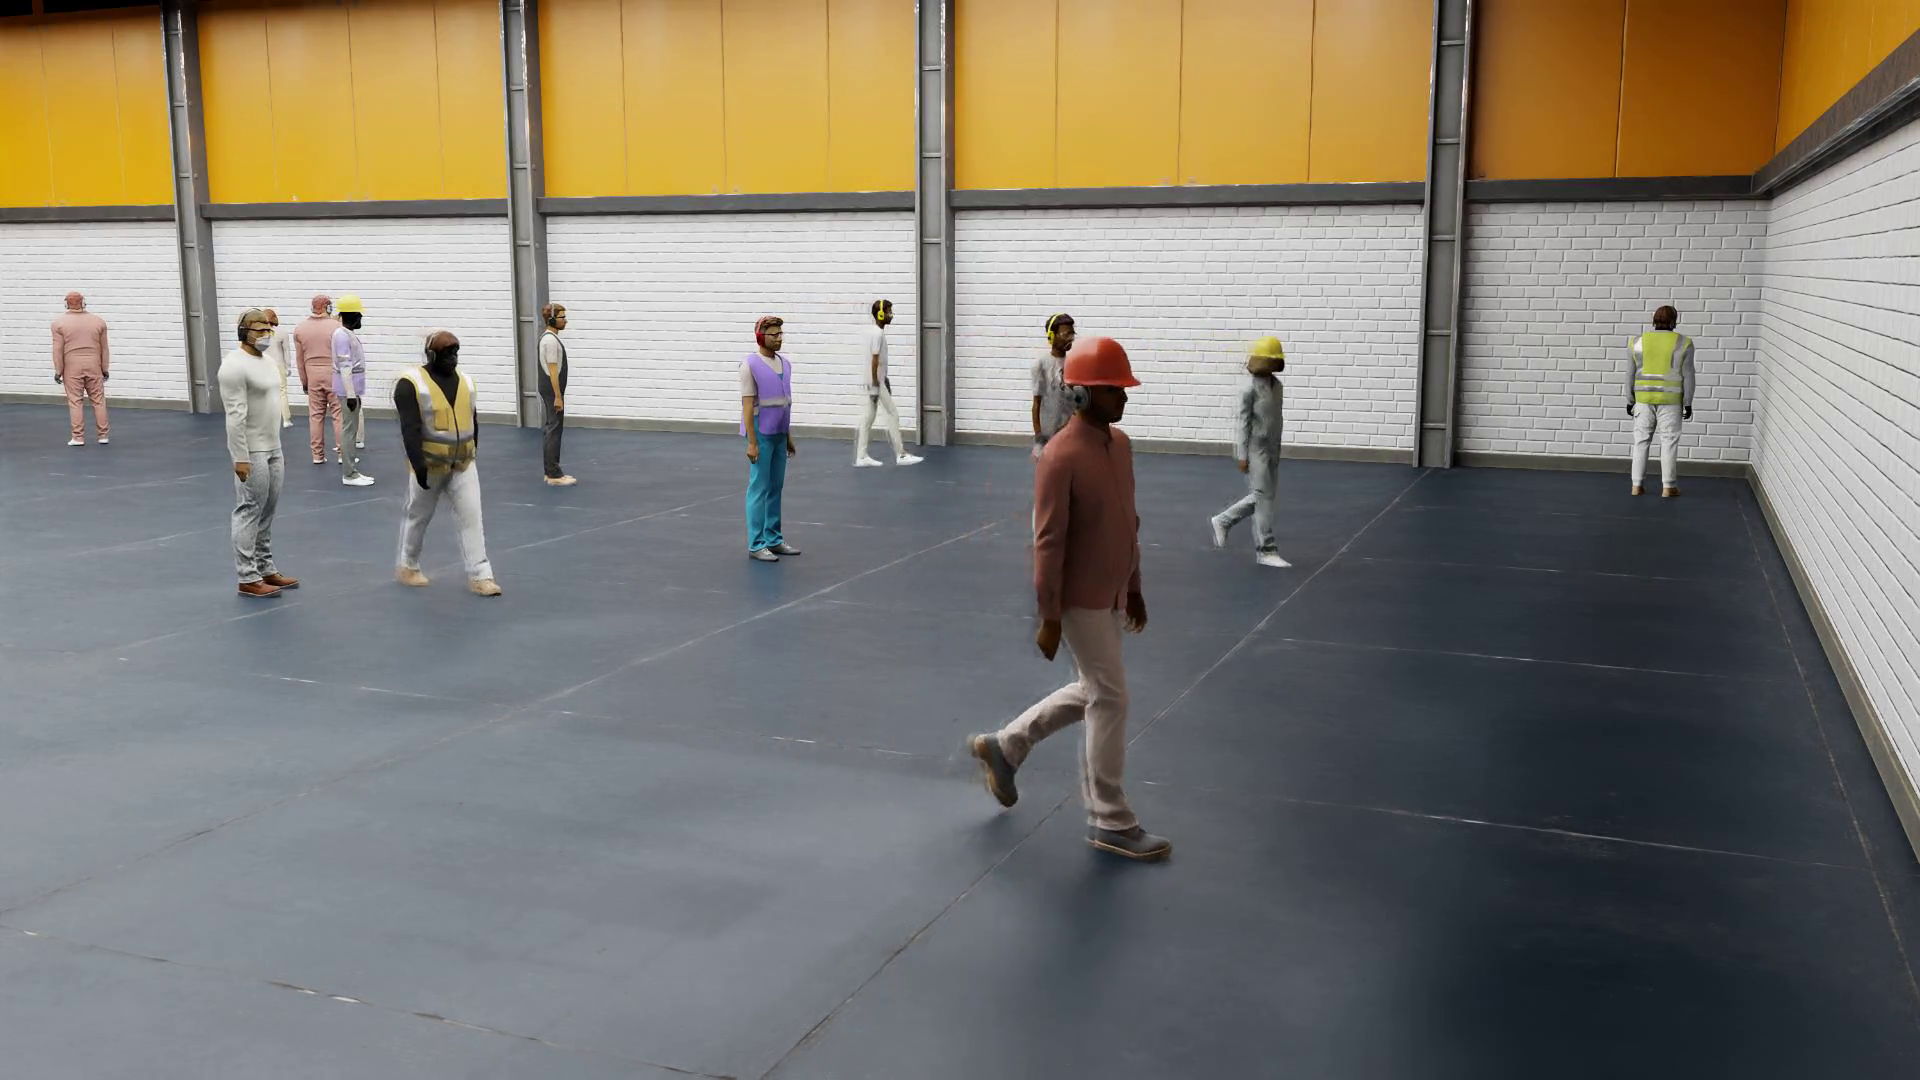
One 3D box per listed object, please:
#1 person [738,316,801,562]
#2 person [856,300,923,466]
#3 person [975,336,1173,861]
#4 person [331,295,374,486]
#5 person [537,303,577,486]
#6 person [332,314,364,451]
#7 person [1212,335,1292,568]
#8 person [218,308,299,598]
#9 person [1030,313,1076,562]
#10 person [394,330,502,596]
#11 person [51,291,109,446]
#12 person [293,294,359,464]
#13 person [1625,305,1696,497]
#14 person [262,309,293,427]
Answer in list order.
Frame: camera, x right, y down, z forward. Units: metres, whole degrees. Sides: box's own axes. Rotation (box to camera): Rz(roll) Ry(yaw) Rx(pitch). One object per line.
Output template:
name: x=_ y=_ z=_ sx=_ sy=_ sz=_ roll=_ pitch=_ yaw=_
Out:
person: x=-1.460 y=-0.771 z=12.601 sx=0.390 sy=1.846 sz=0.565 roll=5 pitch=10 yaw=26
person: x=-0.776 y=-1.723 z=18.383 sx=0.846 sy=1.837 sz=0.562 roll=-2 pitch=10 yaw=-10
person: x=0.431 y=0.199 z=6.366 sx=0.841 sy=1.967 sz=0.614 roll=5 pitch=11 yaw=28
person: x=-6.161 y=-1.514 z=16.856 sx=0.370 sy=1.928 sz=0.585 roll=-3 pitch=10 yaw=-17
person: x=-4.095 y=-1.468 z=16.830 sx=0.330 sy=1.844 sz=0.520 roll=-3 pitch=10 yaw=-19
person: x=-7.365 y=-1.884 z=19.970 sx=0.309 sy=1.641 sz=0.514 roll=3 pitch=10 yaw=15
person: x=2.181 y=-0.671 z=12.390 sx=0.691 sy=1.720 sz=0.488 roll=9 pitch=13 yaw=43
person: x=-4.736 y=-0.588 z=11.217 sx=0.356 sy=1.936 sz=0.639 roll=0 pitch=9 yaw=1
person: x=0.734 y=-0.741 z=12.360 sx=0.328 sy=1.869 sz=0.512 roll=9 pitch=13 yaw=43
person: x=-3.544 y=-0.528 z=11.308 sx=0.972 sy=1.799 sz=0.622 roll=9 pitch=13 yaw=42
person: x=-10.866 y=-2.112 z=20.558 sx=0.643 sy=1.905 sz=0.399 roll=-9 pitch=13 yaw=-42
person: x=-7.068 y=-1.789 z=18.593 sx=0.643 sy=1.908 sz=0.411 roll=1 pitch=9 yaw=4
person: x=6.744 y=-1.334 z=16.030 sx=0.635 sy=1.842 sz=0.429 roll=7 pitch=12 yaw=35
person: x=-9.444 y=-2.351 z=22.822 sx=0.501 sy=1.631 sz=0.285 roll=-3 pitch=10 yaw=-18
